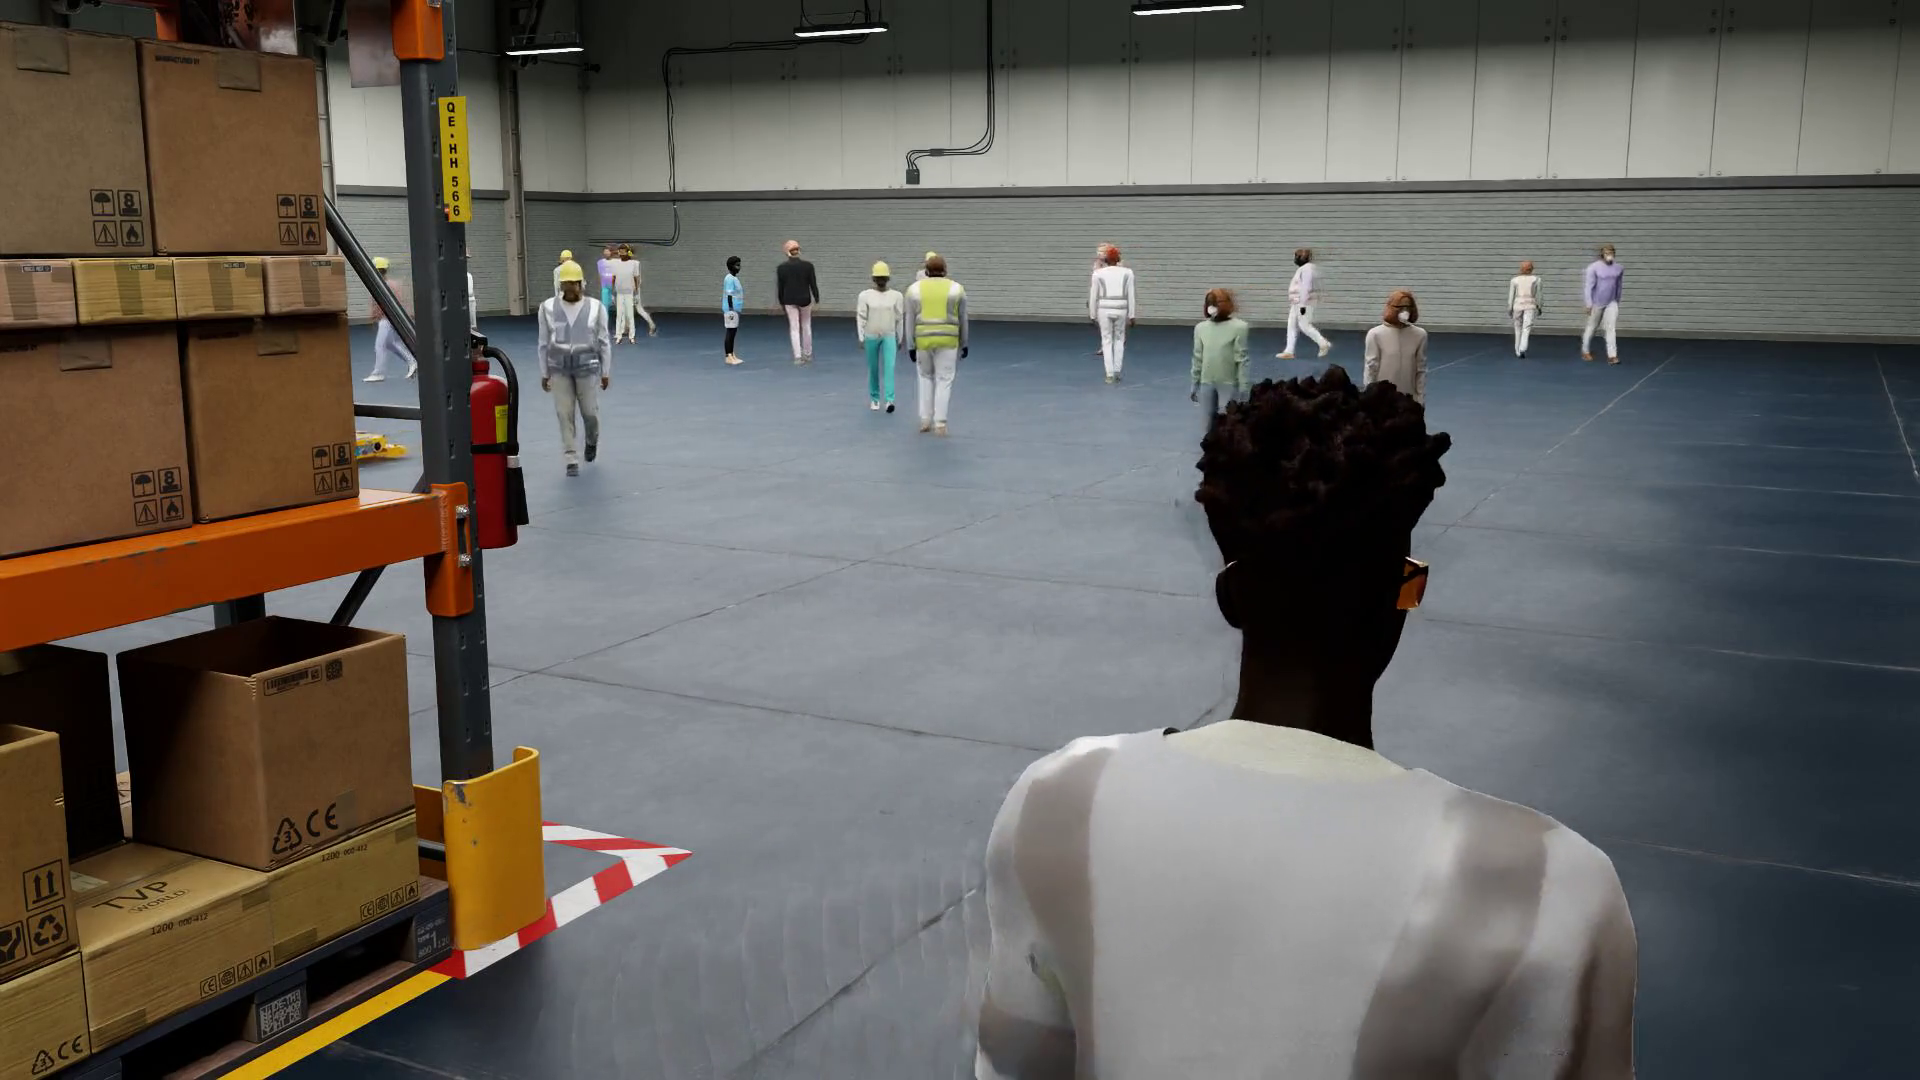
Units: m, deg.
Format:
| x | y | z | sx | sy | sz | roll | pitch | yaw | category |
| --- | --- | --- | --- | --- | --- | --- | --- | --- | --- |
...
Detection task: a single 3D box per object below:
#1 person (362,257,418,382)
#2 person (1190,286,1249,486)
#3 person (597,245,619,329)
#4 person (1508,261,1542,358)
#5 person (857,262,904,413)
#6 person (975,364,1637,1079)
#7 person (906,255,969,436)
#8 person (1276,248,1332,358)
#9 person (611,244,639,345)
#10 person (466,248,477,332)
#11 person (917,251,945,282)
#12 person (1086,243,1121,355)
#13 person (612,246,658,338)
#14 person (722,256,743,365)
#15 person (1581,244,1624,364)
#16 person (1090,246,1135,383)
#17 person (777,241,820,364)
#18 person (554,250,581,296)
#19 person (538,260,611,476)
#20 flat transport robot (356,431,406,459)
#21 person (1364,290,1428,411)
| x | y | z | sx | sy | sz | roll | pitch | yaw | category |
| --- | --- | --- | --- | --- | --- | --- | --- | --- | --- |
| -7.993 | -3.093 | 23.258 | 0.842 | 1.731 | 0.534 | -10 | 14 | -44 | person |
| 2.101 | -1.241 | 13.467 | 0.516 | 1.619 | 0.392 | 9 | 13 | 39 | person |
| -7.574 | -5.495 | 36.139 | 0.576 | 1.815 | 0.903 | 2 | 11 | 9 | person |
| 9.367 | -3.830 | 27.617 | 0.516 | 1.604 | 0.803 | 6 | 12 | 28 | person |
| -0.904 | -2.310 | 19.035 | 0.528 | 1.715 | 0.943 | -1 | 10 | -5 | person |
| 0.321 | 0.791 | 1.611 | 0.613 | 1.915 | 1.026 | 8 | 13 | 36 | person |
| -0.214 | -1.991 | 17.020 | 0.629 | 1.813 | 0.727 | 1 | 10 | 8 | person |
| 5.679 | -3.880 | 27.322 | 0.817 | 1.814 | 0.631 | 0 | 10 | 2 | person |
| -6.220 | -4.558 | 30.886 | 0.518 | 1.865 | 0.327 | -2 | 11 | -9 | person |
| -6.159 | -2.687 | 20.485 | 0.550 | 1.933 | 0.375 | 5 | 12 | 25 | person |
| -0.517 | -4.308 | 29.858 | 0.528 | 1.742 | 0.791 | 1 | 10 | 4 | person |
| 2.423 | -4.062 | 28.101 | 0.456 | 1.891 | 0.658 | -7 | 12 | -33 | person |
| -6.455 | -4.933 | 33.028 | 0.528 | 1.833 | 0.945 | 10 | 14 | 42 | person |
| -3.559 | -3.599 | 26.098 | 0.319 | 1.698 | 0.539 | 0 | 10 | 2 | person |
| 10.214 | -3.754 | 26.448 | 0.650 | 1.890 | 1.038 | -1 | 10 | -6 | person |
| 2.090 | -3.108 | 22.964 | 0.615 | 1.862 | 0.676 | 0 | 10 | -2 | person |
| -2.568 | -3.787 | 26.499 | 0.657 | 1.929 | 0.924 | -1 | 10 | -5 | person |
| -7.422 | -4.608 | 31.498 | 0.485 | 1.739 | 0.313 | 0 | 10 | -2 | person |
| -3.281 | -1.466 | 14.156 | 0.598 | 1.816 | 0.585 | -2 | 11 | -10 | person |
| -5.673 | -0.787 | 14.665 | 0.652 | 0.197 | 1.431 | 6 | 12 | 28 | flat transport robot |
| 3.246 | -1.054 | 12.436 | 0.500 | 1.625 | 0.294 | -2 | 11 | -11 | person |
